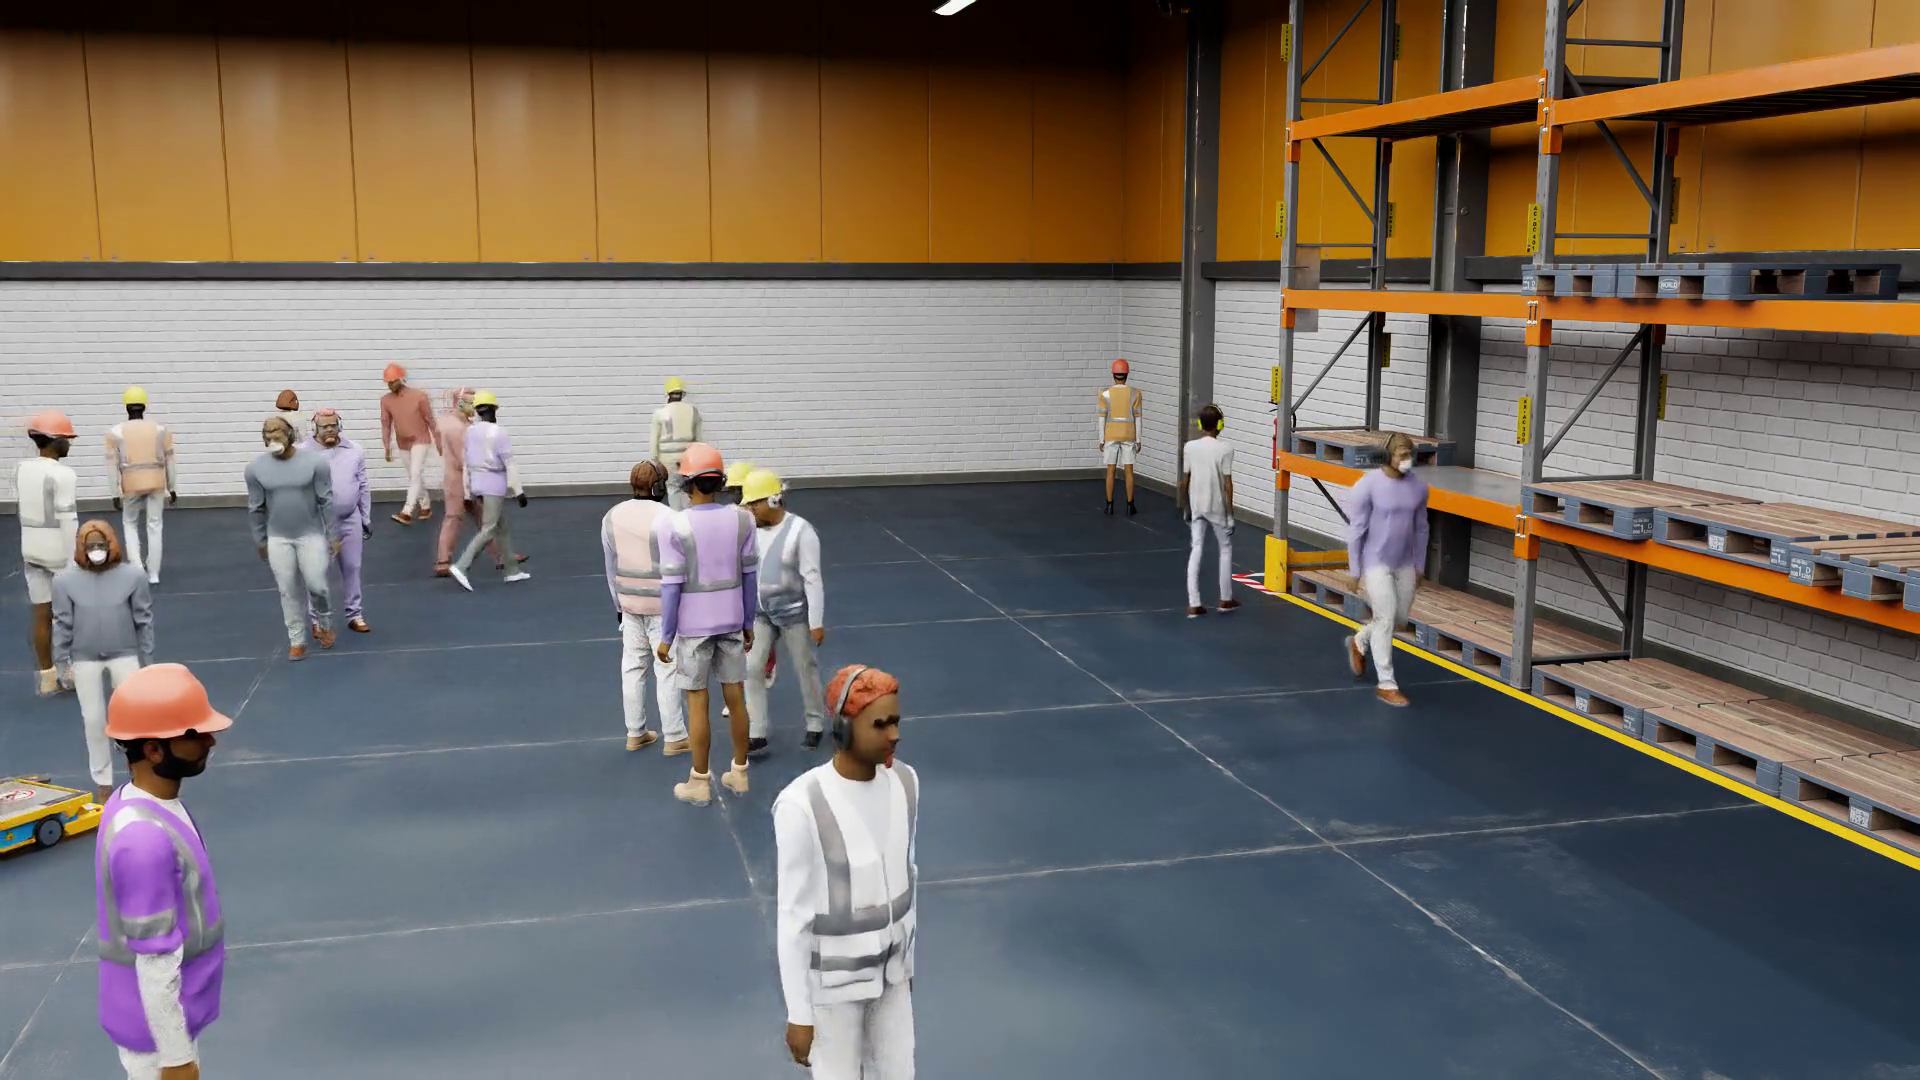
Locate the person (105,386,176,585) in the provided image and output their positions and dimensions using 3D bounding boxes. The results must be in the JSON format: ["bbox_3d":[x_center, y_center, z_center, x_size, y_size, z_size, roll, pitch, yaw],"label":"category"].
[{"bbox_3d":[-7.831,-0.516,15.933,0.597,1.910,0.425,-5,11,-30],"label":"person"}]

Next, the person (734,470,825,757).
[{"bbox_3d":[-1.145,0.463,10.246,0.657,1.783,0.784,5,10,30],"label":"person"}]

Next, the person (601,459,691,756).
[{"bbox_3d":[-1.900,0.418,10.336,0.627,1.844,0.429,4,10,26],"label":"person"}]

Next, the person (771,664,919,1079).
[{"bbox_3d":[-0.357,1.274,4.919,0.680,1.866,0.593,8,12,40],"label":"person"}]

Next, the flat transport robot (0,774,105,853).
[{"bbox_3d":[-5.151,1.497,8.483,0.652,0.197,1.431,4,10,25],"label":"flat transport robot"}]

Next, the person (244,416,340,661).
[{"bbox_3d":[-5.139,-0.018,12.850,0.651,1.911,0.563,-2,9,-9],"label":"person"}]

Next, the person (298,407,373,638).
[{"bbox_3d":[-5.163,-0.148,13.702,0.658,1.900,0.400,-8,12,-41],"label":"person"}]

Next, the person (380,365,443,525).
[{"bbox_3d":[-6.579,-1.144,19.877,0.647,1.905,1.054,2,9,13],"label":"person"}]

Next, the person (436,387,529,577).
[{"bbox_3d":[-4.737,-0.561,16.361,0.968,1.864,0.667,-2,9,-11],"label":"person"}]

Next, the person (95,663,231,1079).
[{"bbox_3d":[-2.161,1.290,4.588,0.376,1.939,0.547,-4,10,-25],"label":"person"}]

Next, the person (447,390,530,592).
[{"bbox_3d":[-4.525,-0.475,15.803,0.657,1.872,0.908,7,12,39],"label":"person"}]

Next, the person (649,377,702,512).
[{"bbox_3d":[-3.273,-0.951,18.982,0.596,1.814,0.542,-7,11,-36],"label":"person"}]

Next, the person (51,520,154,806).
[{"bbox_3d":[-4.812,0.686,9.366,0.507,1.623,0.375,-4,10,-25],"label":"person"}]

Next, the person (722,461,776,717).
[{"bbox_3d":[-1.459,0.296,11.402,0.531,1.736,0.684,1,9,4],"label":"person"}]

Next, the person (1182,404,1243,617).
[{"bbox_3d":[2.241,-0.262,14.571,0.566,1.845,0.758,6,11,35],"label":"person"}]

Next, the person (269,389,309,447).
[{"bbox_3d":[-7.828,-0.944,19.481,0.499,1.633,0.279,2,9,12],"label":"person"}]

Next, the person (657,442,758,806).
[{"bbox_3d":[-1.427,0.472,9.363,0.605,2.045,0.379,-7,11,-36],"label":"person"}]

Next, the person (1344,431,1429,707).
[{"bbox_3d":[2.962,0.167,11.707,0.635,1.914,0.792,-4,10,-24],"label":"person"}]

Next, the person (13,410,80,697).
[{"bbox_3d":[-6.385,0.096,11.780,0.602,2.019,0.532,4,10,22],"label":"person"}]

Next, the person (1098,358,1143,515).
[{"bbox_3d":[1.981,-1.272,20.572,0.545,1.942,0.349,1,9,6],"label":"person"}]
